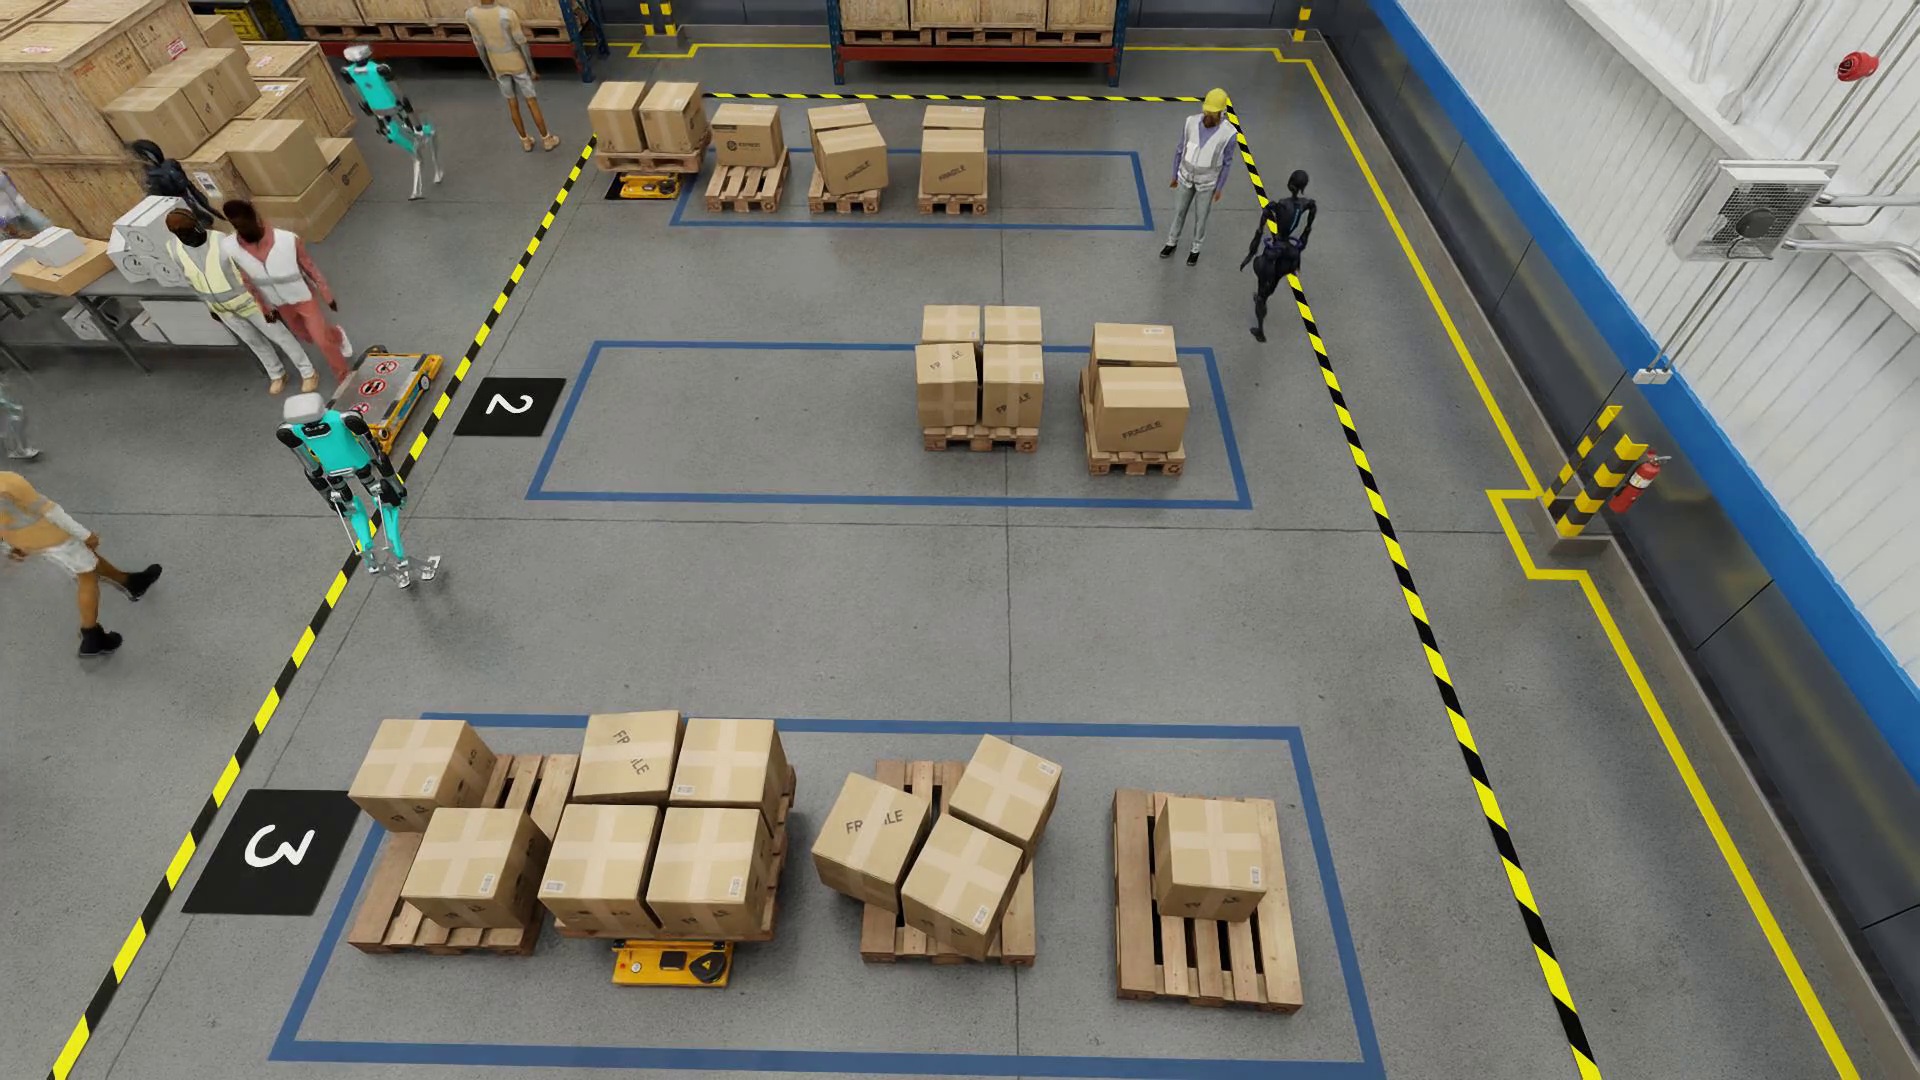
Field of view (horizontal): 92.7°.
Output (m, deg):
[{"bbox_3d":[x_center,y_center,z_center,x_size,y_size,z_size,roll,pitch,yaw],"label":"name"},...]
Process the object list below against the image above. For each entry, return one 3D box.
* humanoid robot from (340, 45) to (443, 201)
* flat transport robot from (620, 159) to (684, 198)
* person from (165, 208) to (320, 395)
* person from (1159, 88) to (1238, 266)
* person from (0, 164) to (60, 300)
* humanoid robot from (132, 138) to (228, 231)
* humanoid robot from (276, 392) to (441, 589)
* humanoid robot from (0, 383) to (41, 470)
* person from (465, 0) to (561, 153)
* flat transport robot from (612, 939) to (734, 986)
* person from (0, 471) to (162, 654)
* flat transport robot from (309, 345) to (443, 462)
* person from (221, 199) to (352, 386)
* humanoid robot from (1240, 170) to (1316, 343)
[{"bbox_3d":[-6.378,-4.787,10.458,0.560,1.731,1.023,-2,50,-2],"label":"humanoid robot"},{"bbox_3d":[-3.701,-4.662,11.294,0.652,0.197,1.431,1,50,1],"label":"flat transport robot"},{"bbox_3d":[-6.350,-2.077,8.102,0.622,1.837,0.429,-3,50,-3],"label":"person"},{"bbox_3d":[2.469,-3.746,9.509,0.589,1.837,0.404,24,54,19],"label":"person"},{"bbox_3d":[-9.366,-3.267,9.000,0.969,1.995,0.620,2,50,2],"label":"person"},{"bbox_3d":[-7.768,-3.212,9.171,0.574,1.632,0.590,-3,50,-2],"label":"humanoid robot"},{"bbox_3d":[-4.243,-0.209,6.491,0.533,1.681,0.735,-13,51,-11],"label":"humanoid robot"},{"bbox_3d":[-8.209,-1.217,7.472,0.746,1.838,0.542,-5,50,-4],"label":"humanoid robot"},{"bbox_3d":[-5.425,-5.724,11.057,0.607,2.031,0.406,0,50,0],"label":"person"},{"bbox_3d":[-1.659,1.971,5.681,0.652,0.197,1.431,1,50,1],"label":"flat transport robot"},{"bbox_3d":[-6.368,-0.018,6.312,0.550,1.909,0.886,-1,50,-1],"label":"person"},{"bbox_3d":[-5.383,-1.269,8.441,0.659,0.231,1.431,1,50,1],"label":"flat transport robot"},{"bbox_3d":[-5.908,-2.182,8.148,0.587,1.890,0.866,-10,50,-8],"label":"person"},{"bbox_3d":[3.014,-2.762,8.800,0.593,1.628,0.715,-7,50,-6],"label":"humanoid robot"}]
